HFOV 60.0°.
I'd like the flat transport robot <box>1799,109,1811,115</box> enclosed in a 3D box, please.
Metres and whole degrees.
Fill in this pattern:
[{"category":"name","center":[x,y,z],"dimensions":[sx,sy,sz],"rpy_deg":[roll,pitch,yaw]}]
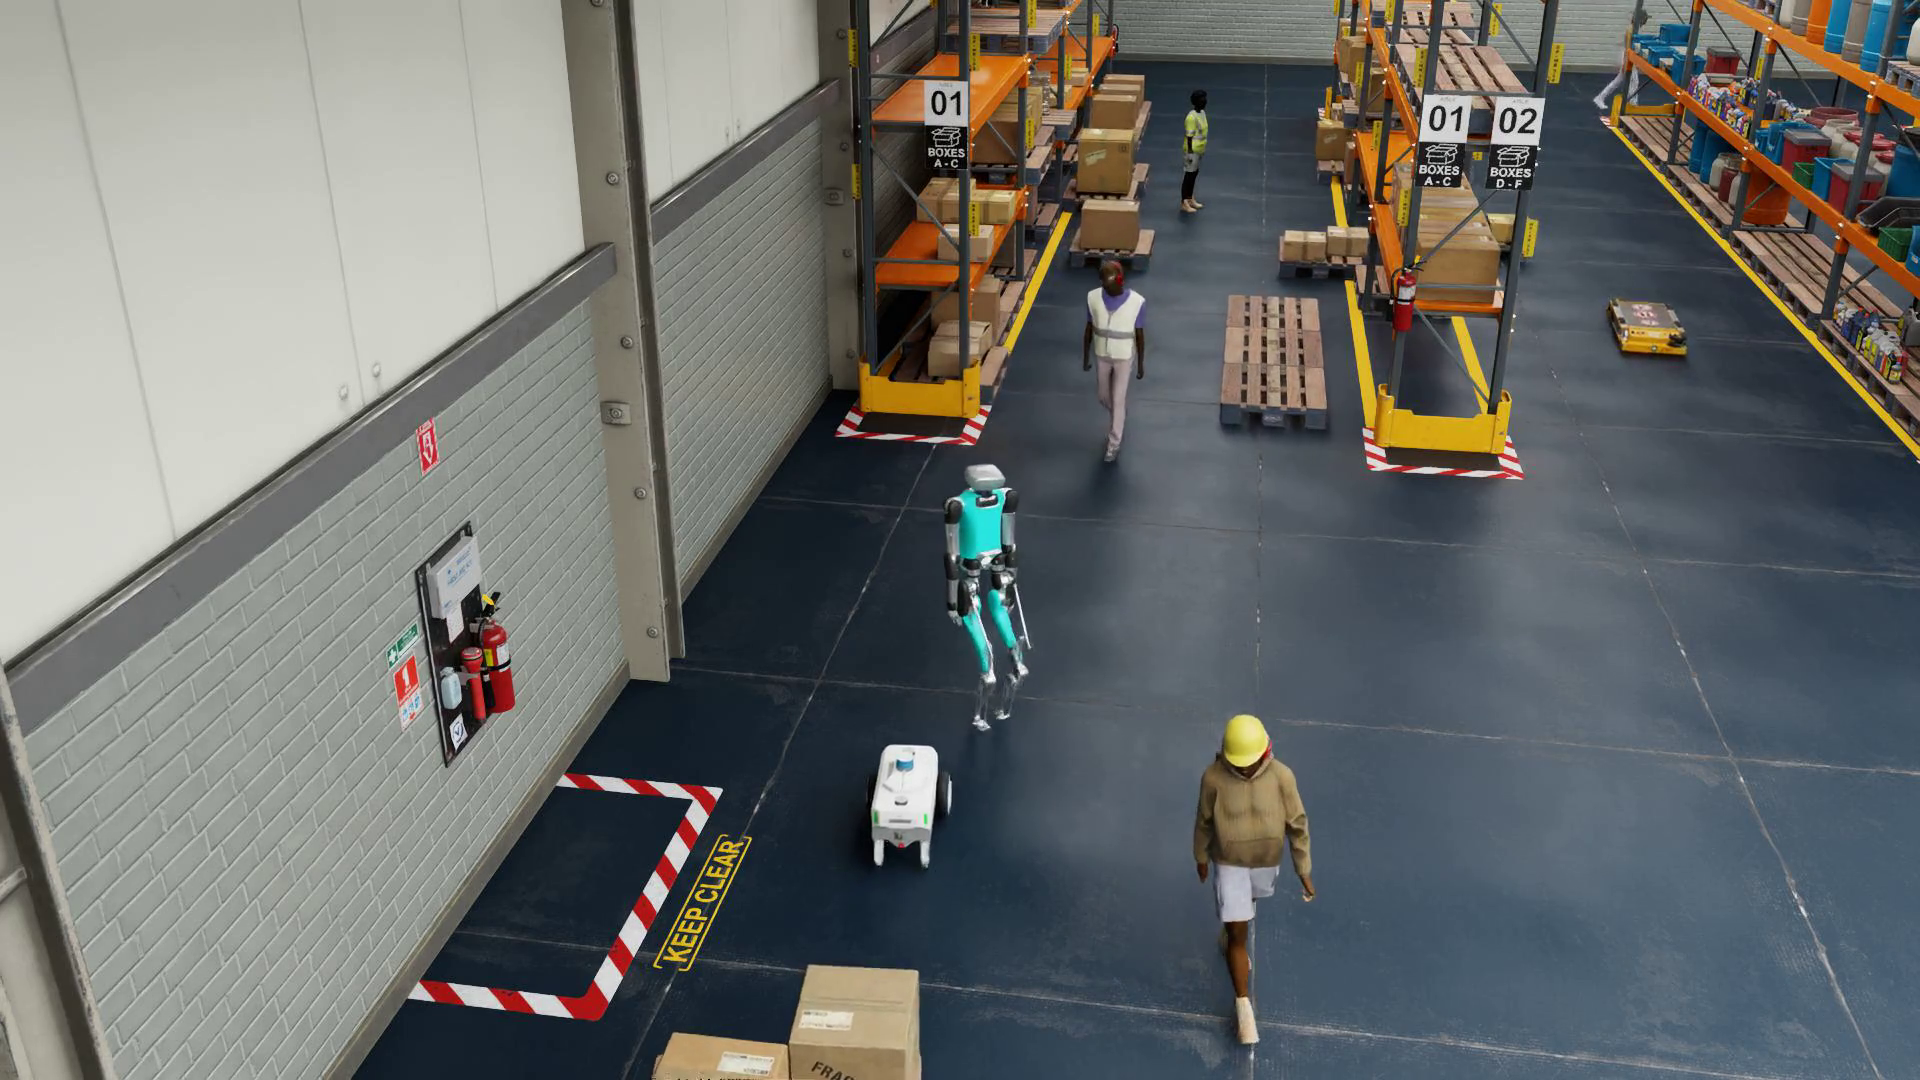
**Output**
[{"category":"flat transport robot","center":[13.065,-6.099,26.412],"dimensions":[0.659,0.231,1.431],"rpy_deg":[17,30,32]}]

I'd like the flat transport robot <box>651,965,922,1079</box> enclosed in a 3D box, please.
[{"category":"flat transport robot","center":[-0.774,2.854,7.249],"dimensions":[0.659,0.231,1.431],"rpy_deg":[0,25,0]}]

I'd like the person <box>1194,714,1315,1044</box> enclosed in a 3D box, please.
[{"category":"person","center":[1.440,1.598,8.250],"dimensions":[0.518,1.694,0.951],"rpy_deg":[-2,25,-5]}]

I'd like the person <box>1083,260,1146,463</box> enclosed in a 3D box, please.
[{"category":"person","center":[1.416,-1.680,15.141],"dimensions":[0.585,1.811,0.779],"rpy_deg":[11,27,23]}]

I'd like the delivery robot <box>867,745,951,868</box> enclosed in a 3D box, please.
[{"category":"delivery robot","center":[-0.318,1.517,9.774],"dimensions":[0.499,0.595,0.791],"rpy_deg":[1,25,3]}]

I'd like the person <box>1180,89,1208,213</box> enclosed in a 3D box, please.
[{"category":"person","center":[3.303,-5.468,23.372],"dimensions":[0.317,1.694,0.539],"rpy_deg":[12,27,23]}]

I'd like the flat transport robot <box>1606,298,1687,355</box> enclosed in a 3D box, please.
[{"category":"flat transport robot","center":[7.597,-2.371,18.433],"dimensions":[0.659,0.231,1.431],"rpy_deg":[6,26,12]}]

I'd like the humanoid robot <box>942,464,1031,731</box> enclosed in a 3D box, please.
[{"category":"humanoid robot","center":[0.230,0.426,10.701],"dimensions":[0.545,1.790,0.674],"rpy_deg":[-14,28,-27]}]

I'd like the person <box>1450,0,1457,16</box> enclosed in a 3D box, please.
[{"category":"person","center":[9.293,-9.388,31.682],"dimensions":[0.329,1.767,0.526],"rpy_deg":[-12,28,-24]}]

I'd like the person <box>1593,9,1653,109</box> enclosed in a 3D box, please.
[{"category":"person","center":[12.059,-8.679,30.103],"dimensions":[0.924,1.824,0.524],"rpy_deg":[11,27,22]}]
